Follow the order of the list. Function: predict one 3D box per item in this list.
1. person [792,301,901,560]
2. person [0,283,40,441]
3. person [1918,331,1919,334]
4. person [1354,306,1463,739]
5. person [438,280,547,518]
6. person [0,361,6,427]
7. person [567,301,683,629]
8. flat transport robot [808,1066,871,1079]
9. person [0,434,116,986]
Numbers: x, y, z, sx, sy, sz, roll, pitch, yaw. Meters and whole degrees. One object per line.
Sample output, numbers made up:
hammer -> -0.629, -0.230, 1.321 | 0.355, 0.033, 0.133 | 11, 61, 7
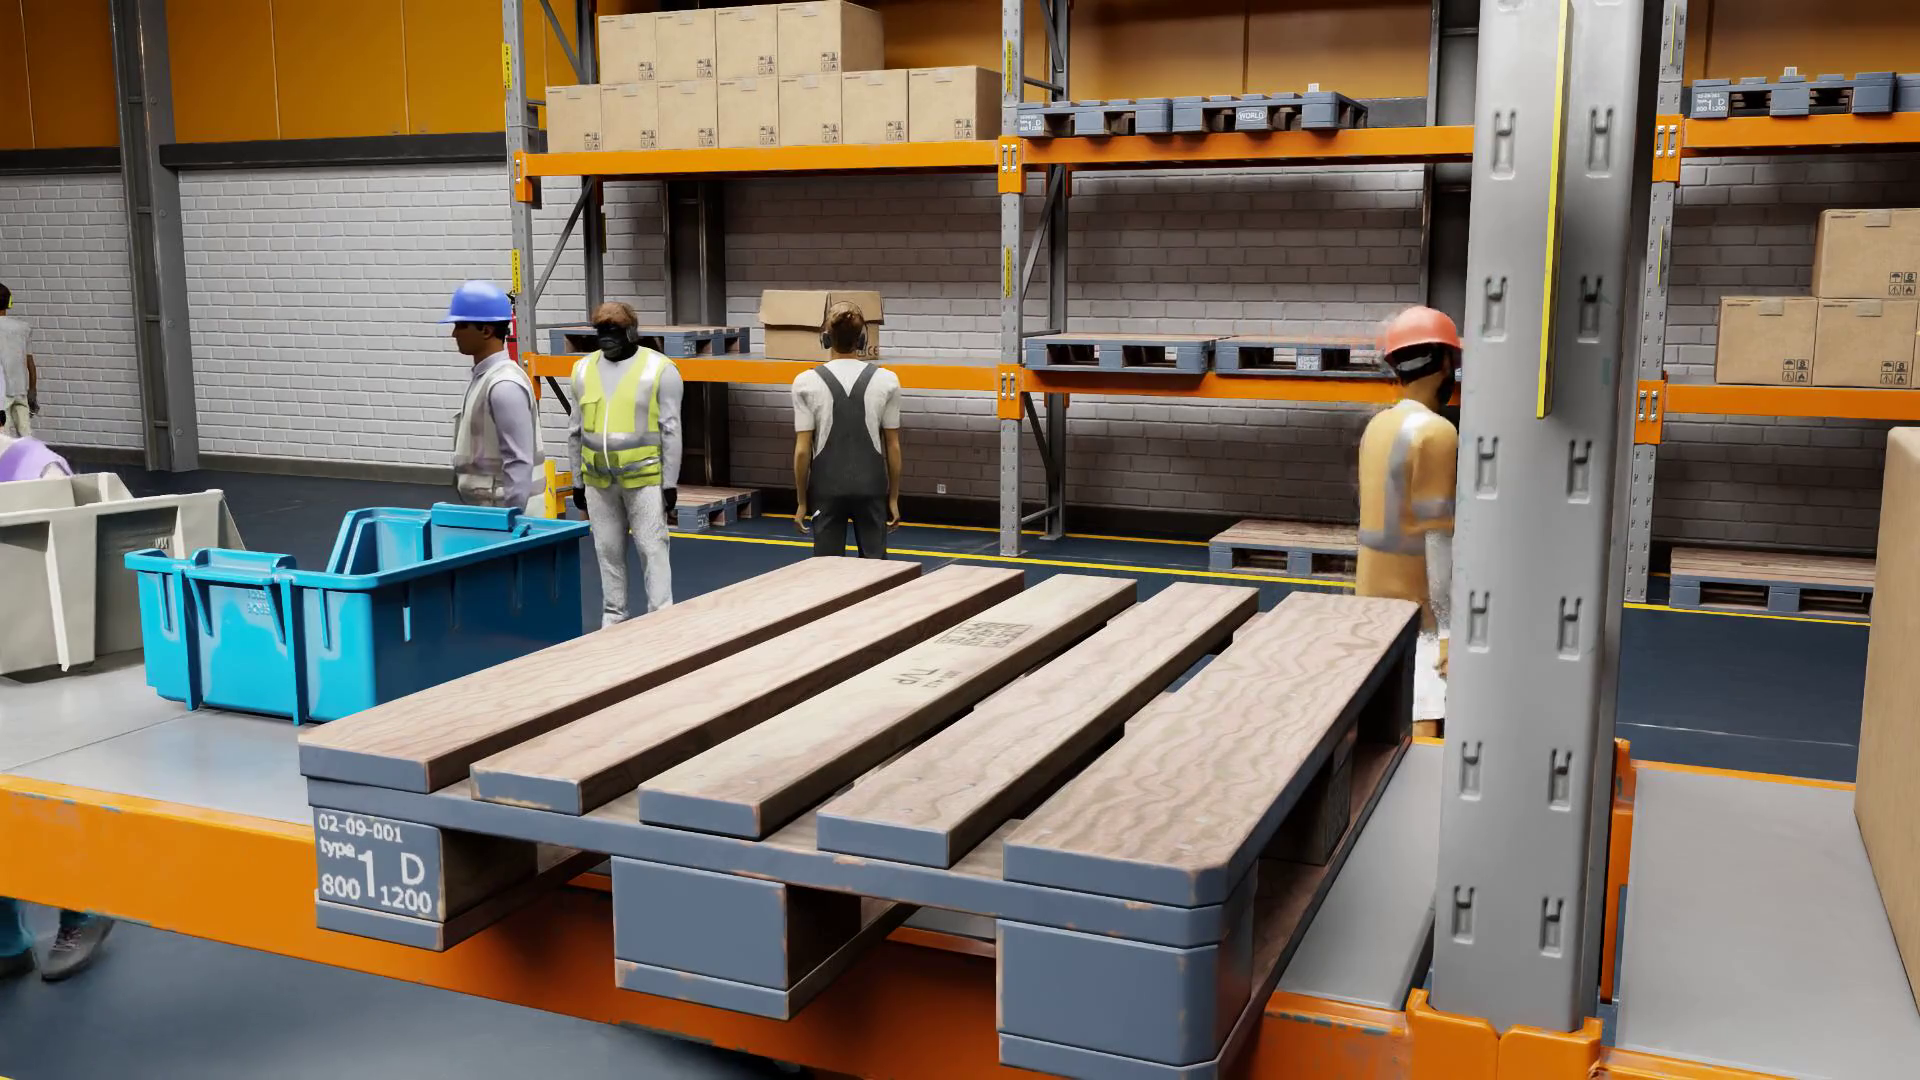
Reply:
person -> -0.528, -0.188, 7.784 | 0.506, 1.846, 0.351 | -2, 10, -9
person -> -7.752, -1.157, 13.530 | 0.309, 1.864, 0.535 | 4, 10, 24
person -> 4.032, -0.050, 6.722 | 0.384, 1.924, 0.589 | 2, 10, 9
person -> 1.338, 0.211, 5.269 | 0.757, 1.890, 0.576 | 0, 9, -2
person -> -1.947, -0.112, 7.016 | 0.405, 1.948, 0.605 | -4, 10, -25
person -> -7.643, -1.012, 12.725 | 0.630, 1.846, 0.429 | -5, 11, -25
person -> -1.733, -0.309, 8.573 | 0.633, 1.831, 0.429 | 3, 10, 15
flat transport robot -> -0.490, 1.139, 4.540 | 1.431, 0.197, 0.652 | 7, 12, 37
person -> -2.676, 0.358, 4.602 | 0.593, 1.802, 0.483 | 3, 10, 15
